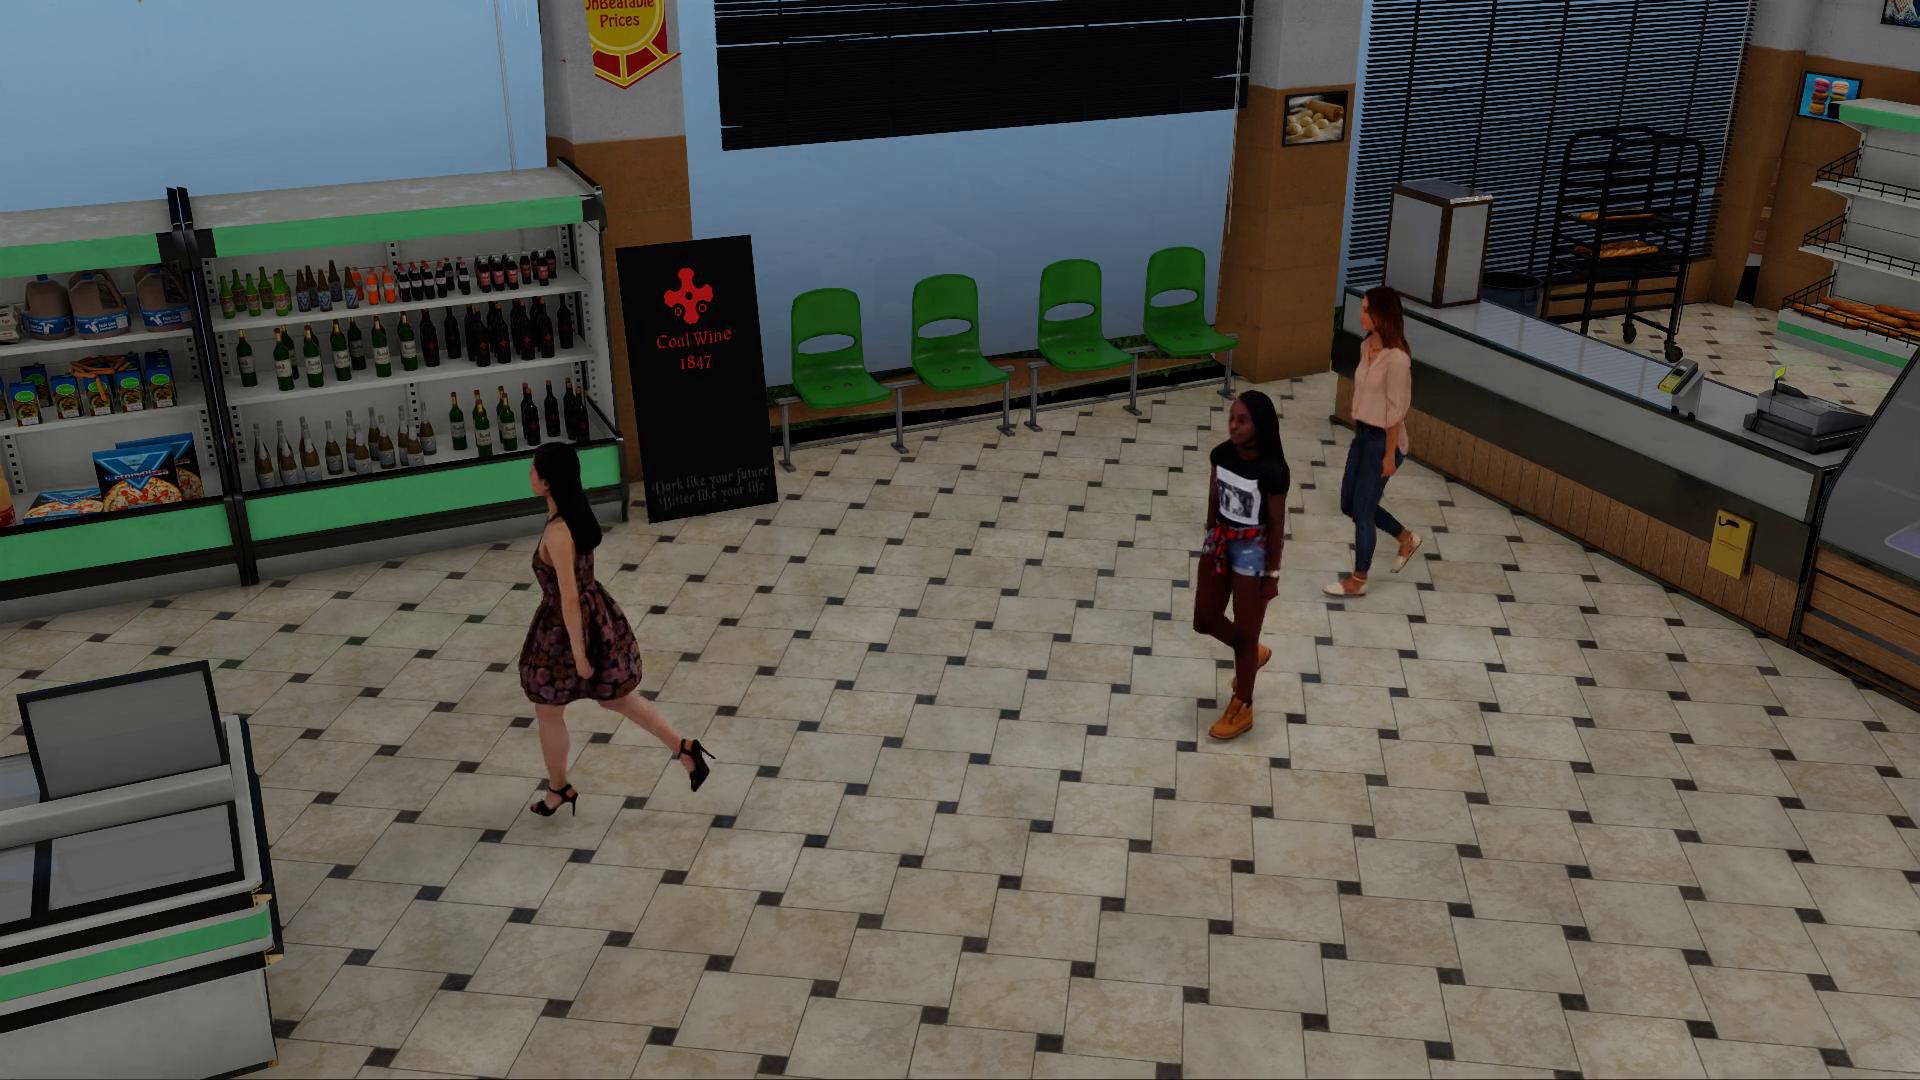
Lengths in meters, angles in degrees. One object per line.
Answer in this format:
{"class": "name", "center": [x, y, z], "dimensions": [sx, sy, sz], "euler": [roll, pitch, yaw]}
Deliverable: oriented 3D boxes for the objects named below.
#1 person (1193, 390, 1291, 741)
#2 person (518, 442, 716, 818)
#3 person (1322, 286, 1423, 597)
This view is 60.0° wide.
{"class": "person", "center": [1.372, 0.098, 7.766], "dimensions": [0.846, 1.711, 0.731], "euler": [-19, 30, -37]}
{"class": "person", "center": [-1.512, 0.425, 6.970], "dimensions": [1.160, 1.750, 0.981], "euler": [2, 24, 5]}
{"class": "person", "center": [2.363, -0.510, 9.079], "dimensions": [0.890, 1.772, 0.711], "euler": [-5, 24, -10]}
